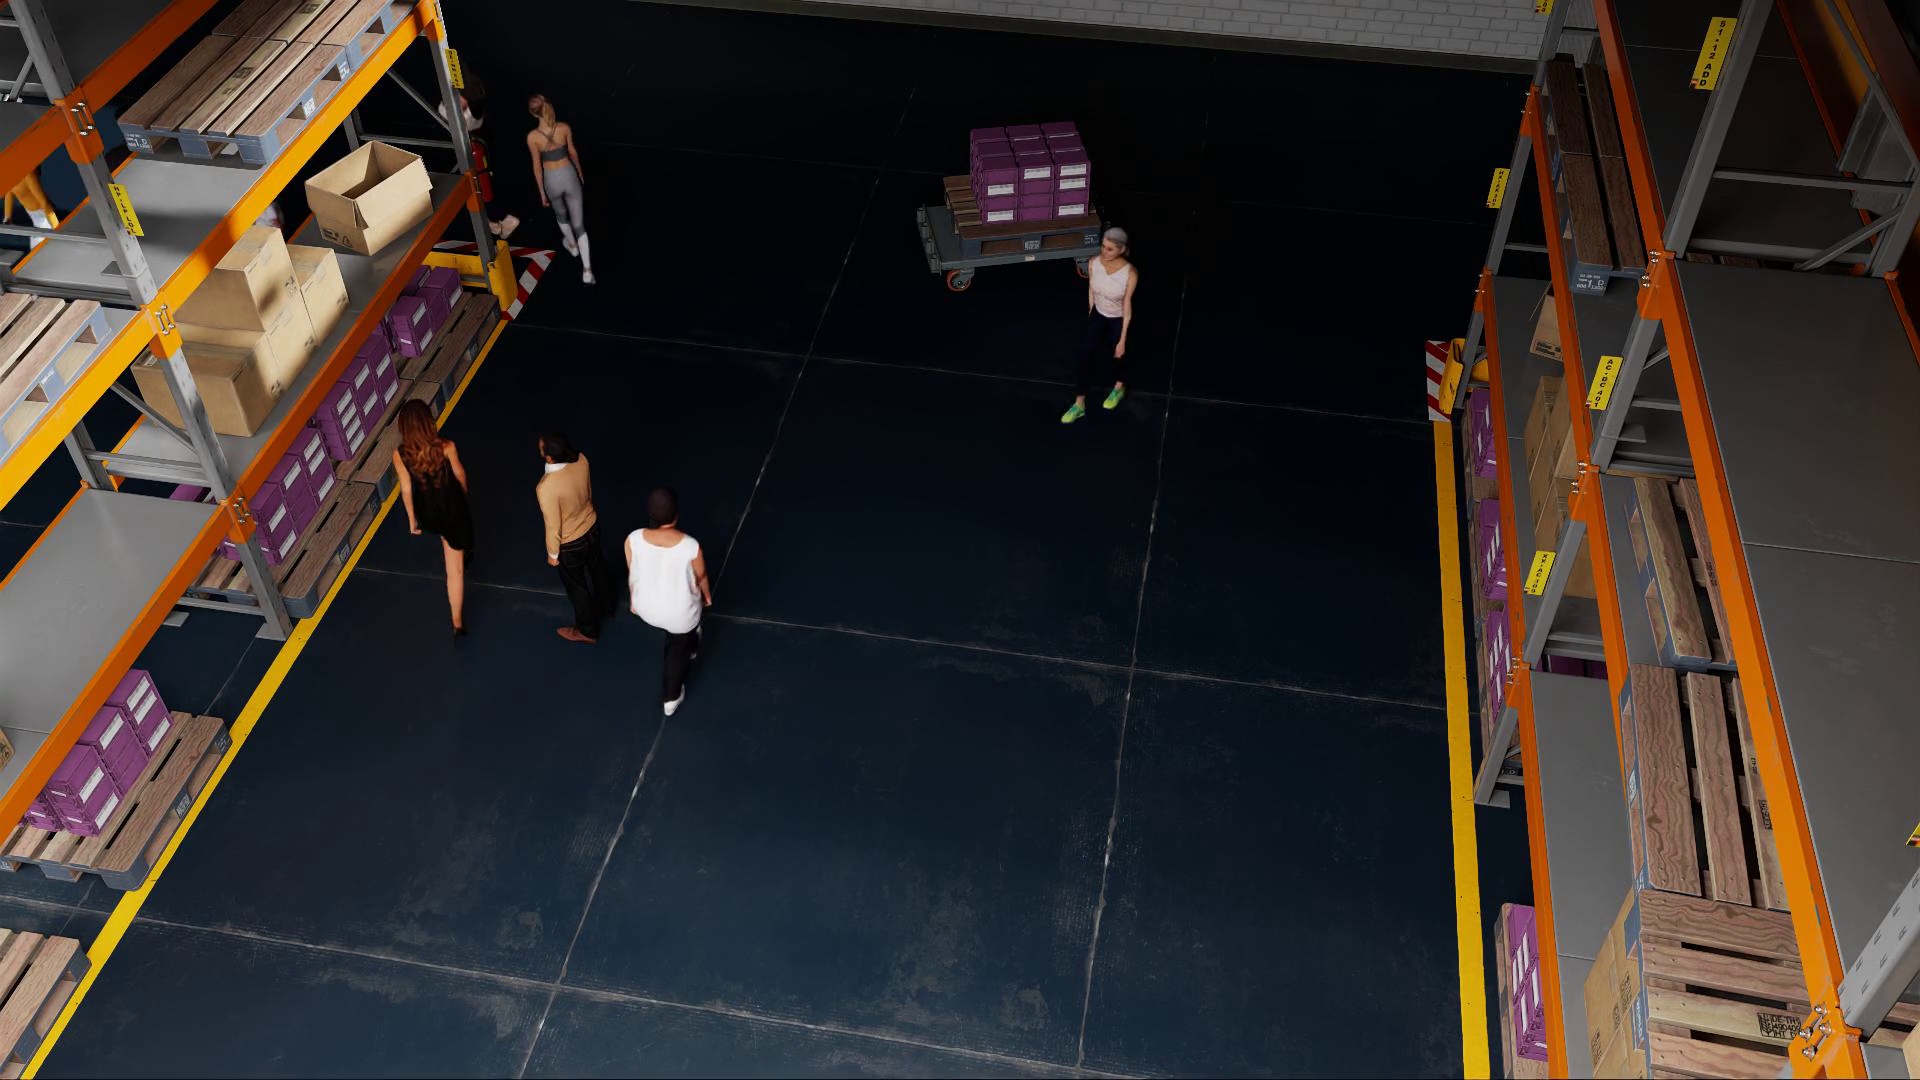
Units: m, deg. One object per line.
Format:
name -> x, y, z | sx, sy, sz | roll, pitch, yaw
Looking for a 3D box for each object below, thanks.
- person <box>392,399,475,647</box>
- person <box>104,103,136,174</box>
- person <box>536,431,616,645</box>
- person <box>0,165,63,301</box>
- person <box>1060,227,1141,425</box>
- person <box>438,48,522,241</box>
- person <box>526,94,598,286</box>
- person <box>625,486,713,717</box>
person -> -3.404, -0.078, 10.985 | 0.777, 1.774, 1.191 | -5, 44, -5
person -> -6.516, -2.585, 13.512 | 0.773, 1.919, 0.937 | 2, 44, 2
person -> -2.547, -0.039, 10.958 | 0.761, 1.754, 0.600 | 15, 46, 15
person -> -7.469, -2.670, 13.753 | 1.173, 1.709, 1.064 | -28, 50, -26
person -> 1.221, -1.708, 12.765 | 0.831, 1.680, 1.005 | 25, 49, 24
person -> -4.147, -3.394, 14.453 | 0.782, 1.792, 0.816 | 12, 45, 12
person -> -3.348, -2.935, 14.064 | 0.975, 1.664, 1.207 | -12, 45, -12
person -> -1.863, 0.441, 10.530 | 0.730, 1.651, 1.018 | 10, 45, 10
